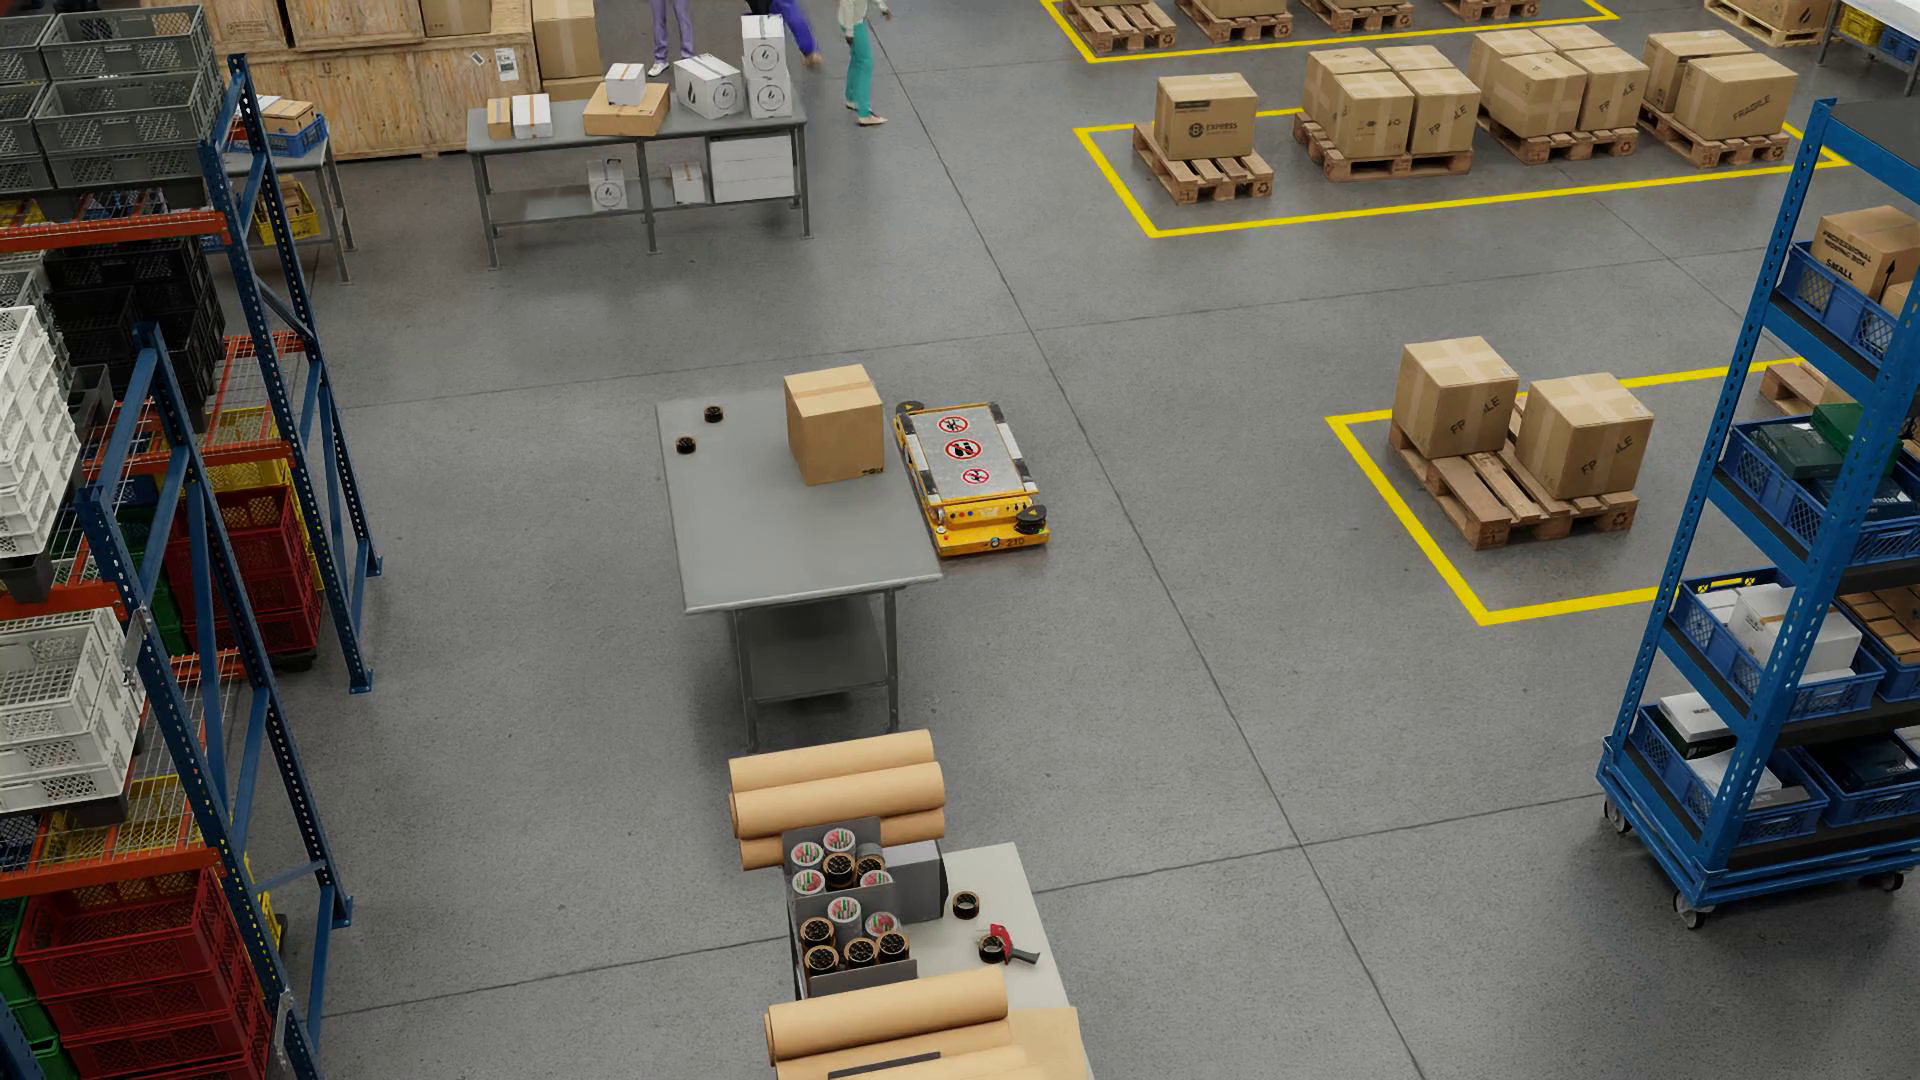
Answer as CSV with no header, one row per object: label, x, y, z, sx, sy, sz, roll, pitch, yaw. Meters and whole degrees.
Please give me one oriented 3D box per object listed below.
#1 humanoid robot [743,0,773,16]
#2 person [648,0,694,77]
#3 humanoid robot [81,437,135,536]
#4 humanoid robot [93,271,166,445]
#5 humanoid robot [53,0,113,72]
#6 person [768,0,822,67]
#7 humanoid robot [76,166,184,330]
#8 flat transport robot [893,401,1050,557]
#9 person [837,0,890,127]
humanoid robot,-1.675,-4.234,14.061,0.338,1.651,0.571,-4,37,-6
person,-2.676,-5.170,15.112,0.585,1.928,0.367,6,37,8
humanoid robot,-5.014,-0.764,9.398,0.352,1.649,0.574,-21,42,-26
humanoid robot,-4.627,-0.773,9.414,0.568,1.653,0.335,-16,39,-20
humanoid robot,-7.222,-4.067,13.829,0.316,1.656,0.612,4,37,6
person,-1.649,-5.445,15.389,1.017,2.000,0.684,24,43,28
humanoid robot,-5.470,-1.912,10.932,0.600,1.658,0.325,-27,44,-31
flat transport robot,0.046,-0.430,10.108,0.652,0.197,1.431,-8,37,-10
person,-0.846,-4.480,14.337,0.431,1.739,0.522,-1,37,-1
